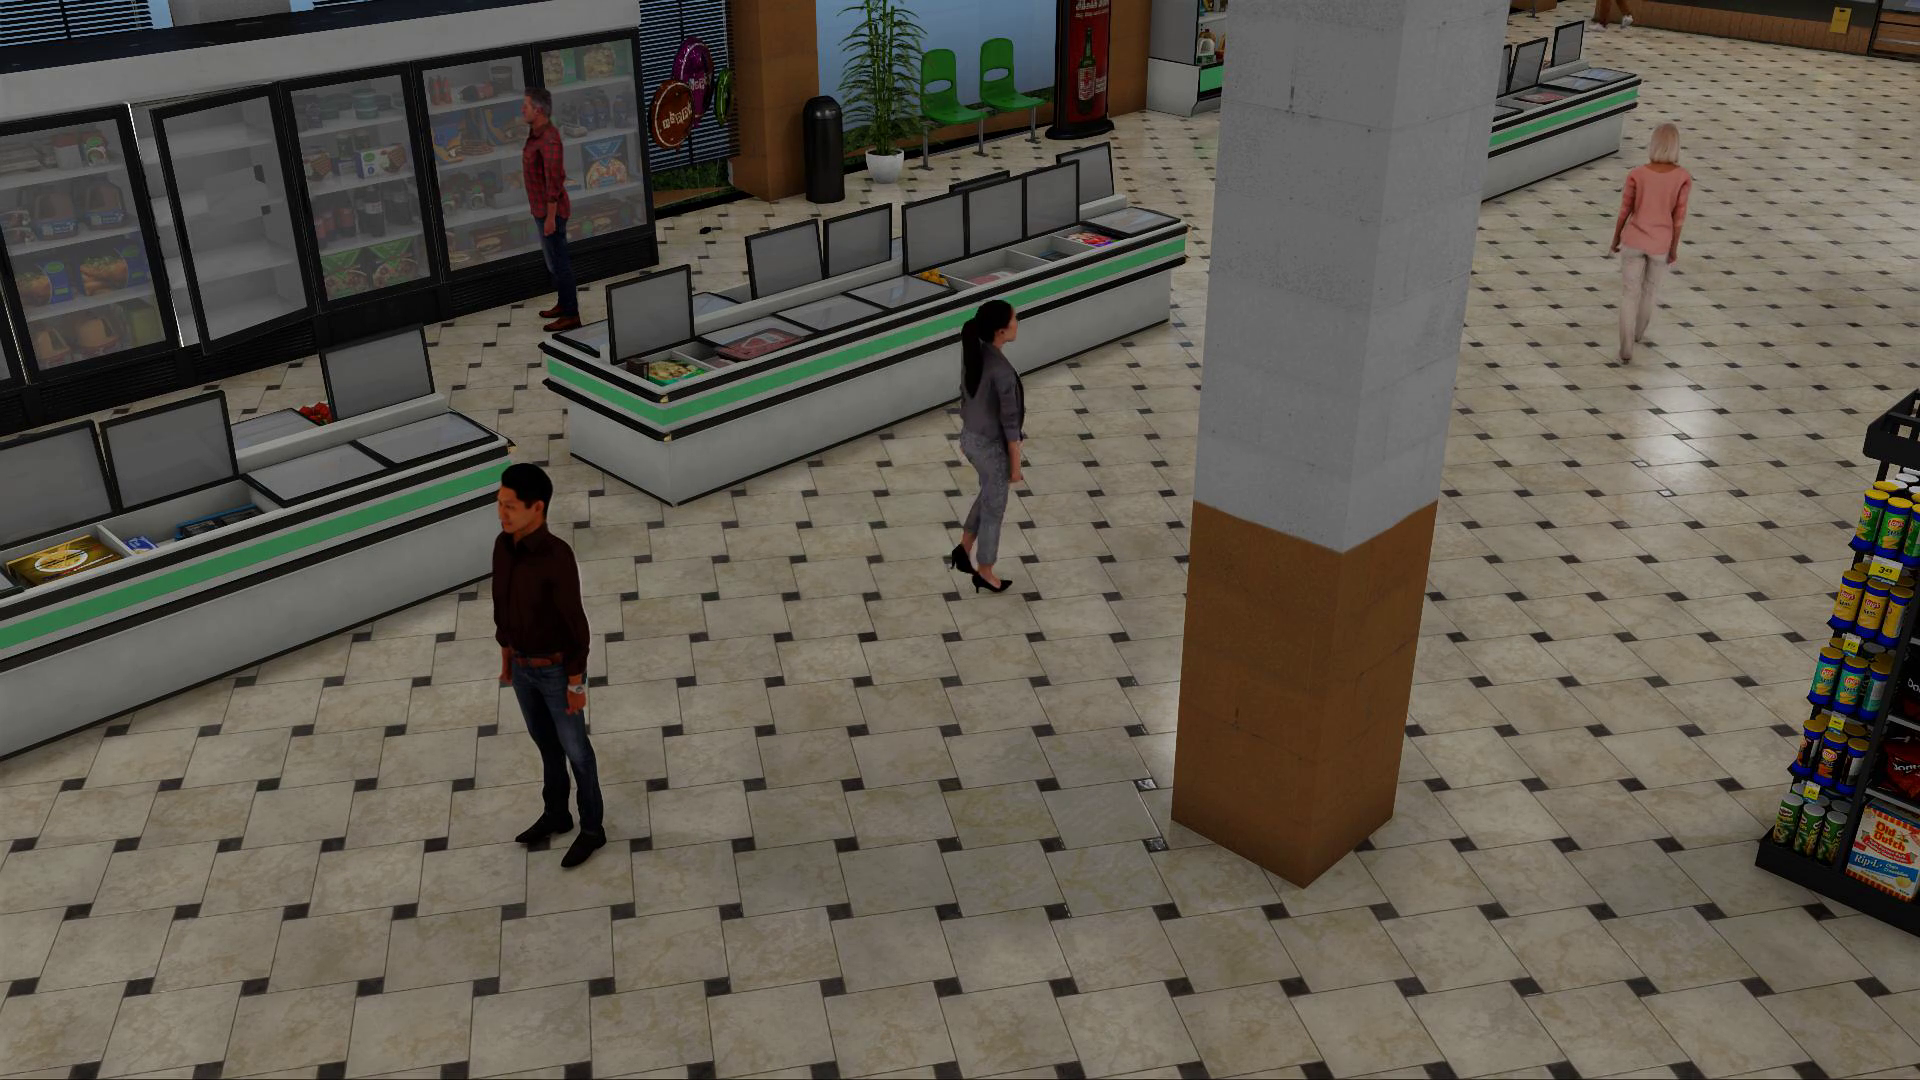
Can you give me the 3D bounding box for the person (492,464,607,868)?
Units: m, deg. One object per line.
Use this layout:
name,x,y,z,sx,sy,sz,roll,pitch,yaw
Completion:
person,-1.673,0.503,6.767,0.675,1.782,0.571,18,32,32

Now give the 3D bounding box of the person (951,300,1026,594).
person,0.075,-0.450,8.777,0.699,1.663,0.704,-14,30,-26

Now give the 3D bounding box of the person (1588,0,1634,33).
person,9.550,-8.254,23.998,0.823,1.814,0.837,-18,32,-31

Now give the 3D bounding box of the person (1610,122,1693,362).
person,4.972,-2.128,12.050,0.878,1.695,1.064,9,28,17

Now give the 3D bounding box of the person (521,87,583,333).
person,-3.121,-2.532,12.698,0.729,1.831,0.760,-8,28,-16
